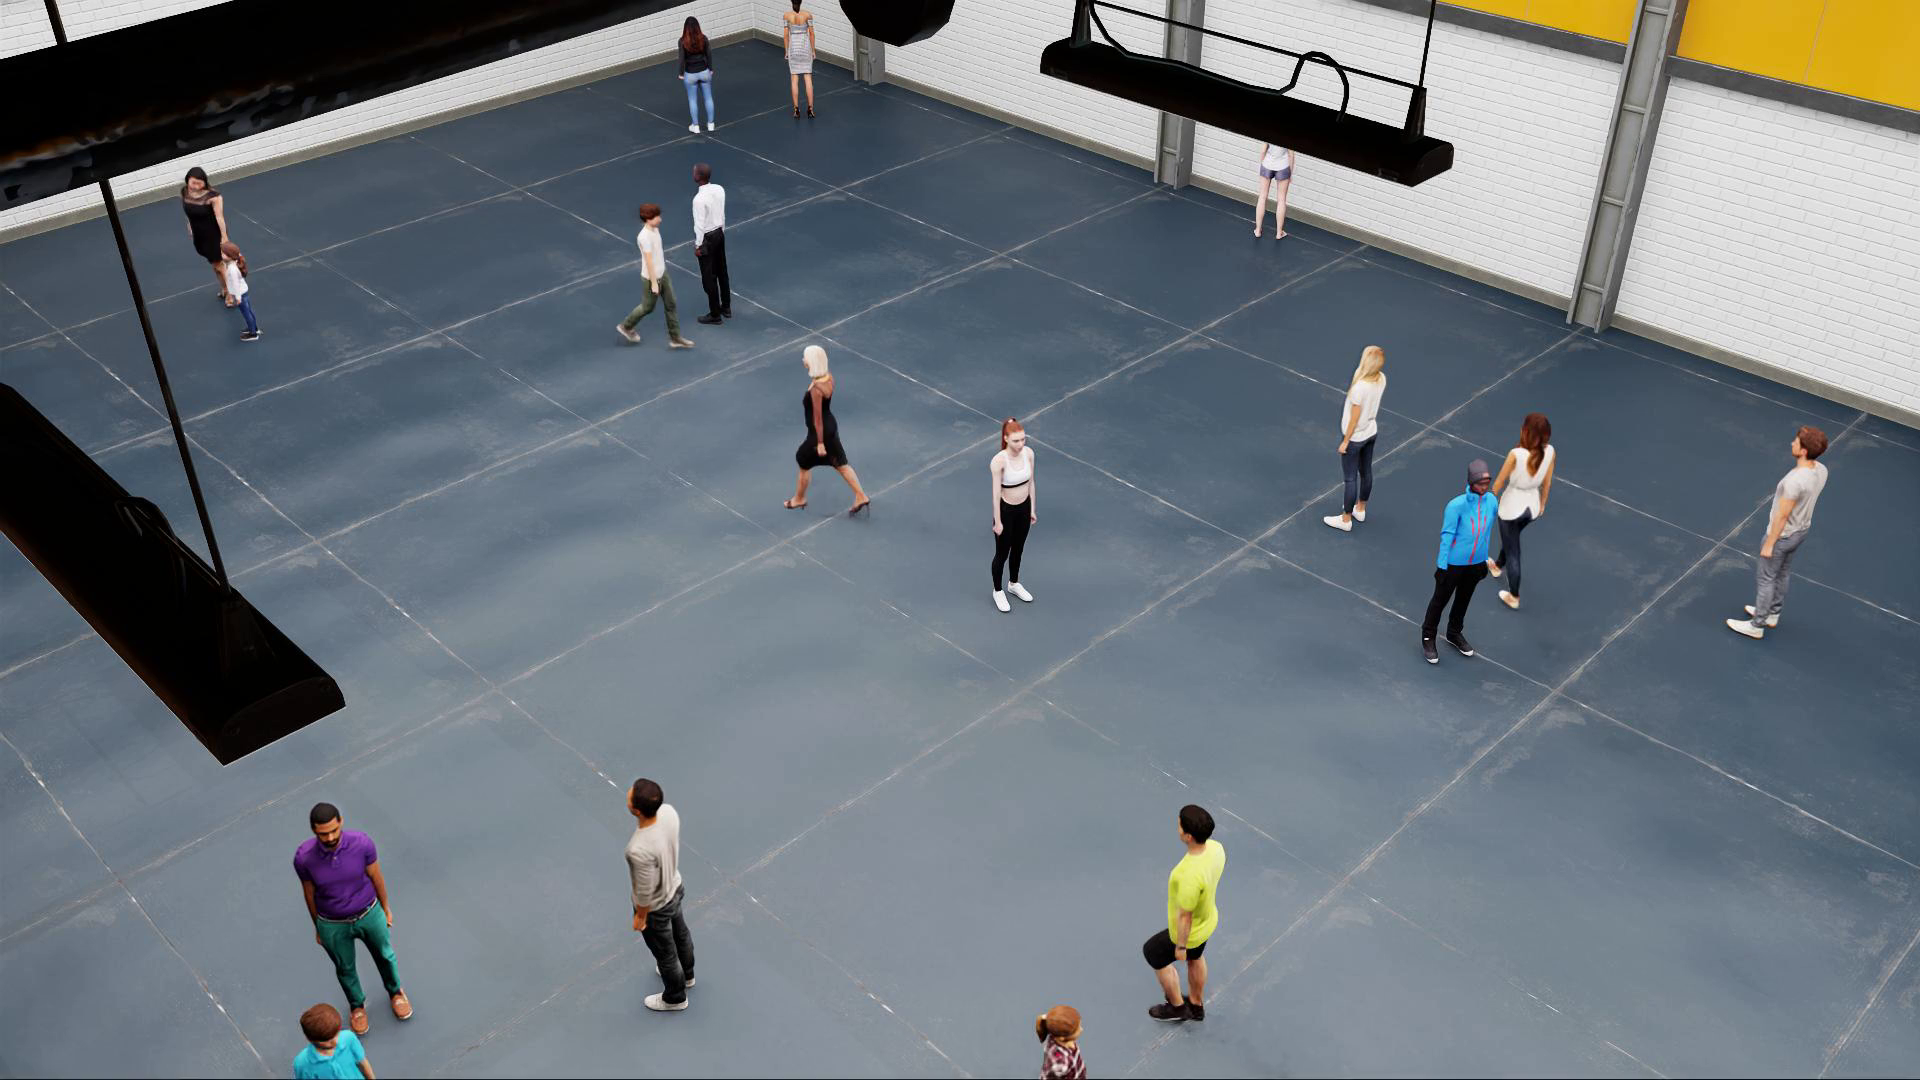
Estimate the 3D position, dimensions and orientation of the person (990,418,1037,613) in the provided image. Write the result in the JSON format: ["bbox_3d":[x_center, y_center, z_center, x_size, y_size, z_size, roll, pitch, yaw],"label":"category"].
[{"bbox_3d":[0.427,-0.226,13.832,0.617,1.742,0.569,-22,39,-29],"label":"person"}]

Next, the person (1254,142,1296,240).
[{"bbox_3d":[3.854,-4.542,20.302,0.630,1.767,0.725,11,35,15],"label":"person"}]

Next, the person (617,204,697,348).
[{"bbox_3d":[-3.346,-2.804,17.815,1.158,1.627,0.956,7,34,11],"label":"person"}]

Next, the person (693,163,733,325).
[{"bbox_3d":[-2.747,-3.278,18.338,0.638,1.837,0.696,17,37,23],"label":"person"}]

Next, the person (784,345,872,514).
[{"bbox_3d":[-1.149,-0.939,14.937,1.144,1.707,0.953,8,34,11],"label":"person"}]

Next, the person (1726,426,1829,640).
[{"bbox_3d":[6.676,-0.056,13.440,0.659,1.893,0.557,-26,41,-33],"label":"person"}]

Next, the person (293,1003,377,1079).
[{"bbox_3d":[-3.452,3.044,9.188,0.512,1.437,0.517,29,43,36],"label":"person"}]

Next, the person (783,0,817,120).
[{"bbox_3d":[-2.305,-6.975,23.914,0.673,1.822,0.729,-1,34,-1],"label":"person"}]

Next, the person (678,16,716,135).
[{"bbox_3d":[-3.715,-6.581,23.491,0.715,1.634,0.691,-13,36,-19],"label":"person"}]

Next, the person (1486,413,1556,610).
[{"bbox_3d":[4.677,-0.193,13.766,0.837,1.760,1.010,-11,35,-16],"label":"person"}]

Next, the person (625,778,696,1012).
[{"bbox_3d":[-1.830,2.161,10.178,0.734,1.812,0.738,8,34,12],"label":"person"}]

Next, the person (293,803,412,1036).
[{"bbox_3d":[-3.697,2.259,10.070,0.686,1.768,0.676,-13,36,-18],"label":"person"}]

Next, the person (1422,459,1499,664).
[{"bbox_3d":[3.989,0.148,13.222,0.698,1.794,0.688,-10,35,-15],"label":"person"}]

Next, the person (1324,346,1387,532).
[{"bbox_3d":[3.571,-0.914,14.807,0.588,1.809,0.494,-28,42,-35],"label":"person"}]

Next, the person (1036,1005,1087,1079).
[{"bbox_3d":[0.502,3.062,9.286,0.753,1.299,0.688,3,34,5],"label":"person"}]

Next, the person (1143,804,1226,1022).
[{"bbox_3d":[1.462,2.321,10.043,0.694,1.694,0.707,18,38,25],"label":"person"}]

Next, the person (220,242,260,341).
[{"bbox_3d":[-7.868,-2.734,18.175,0.581,1.111,0.507,-8,35,-13],"label":"person"}]

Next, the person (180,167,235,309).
[{"bbox_3d":[-8.428,-3.412,18.683,0.777,1.678,0.890,16,37,22],"label":"person"}]
